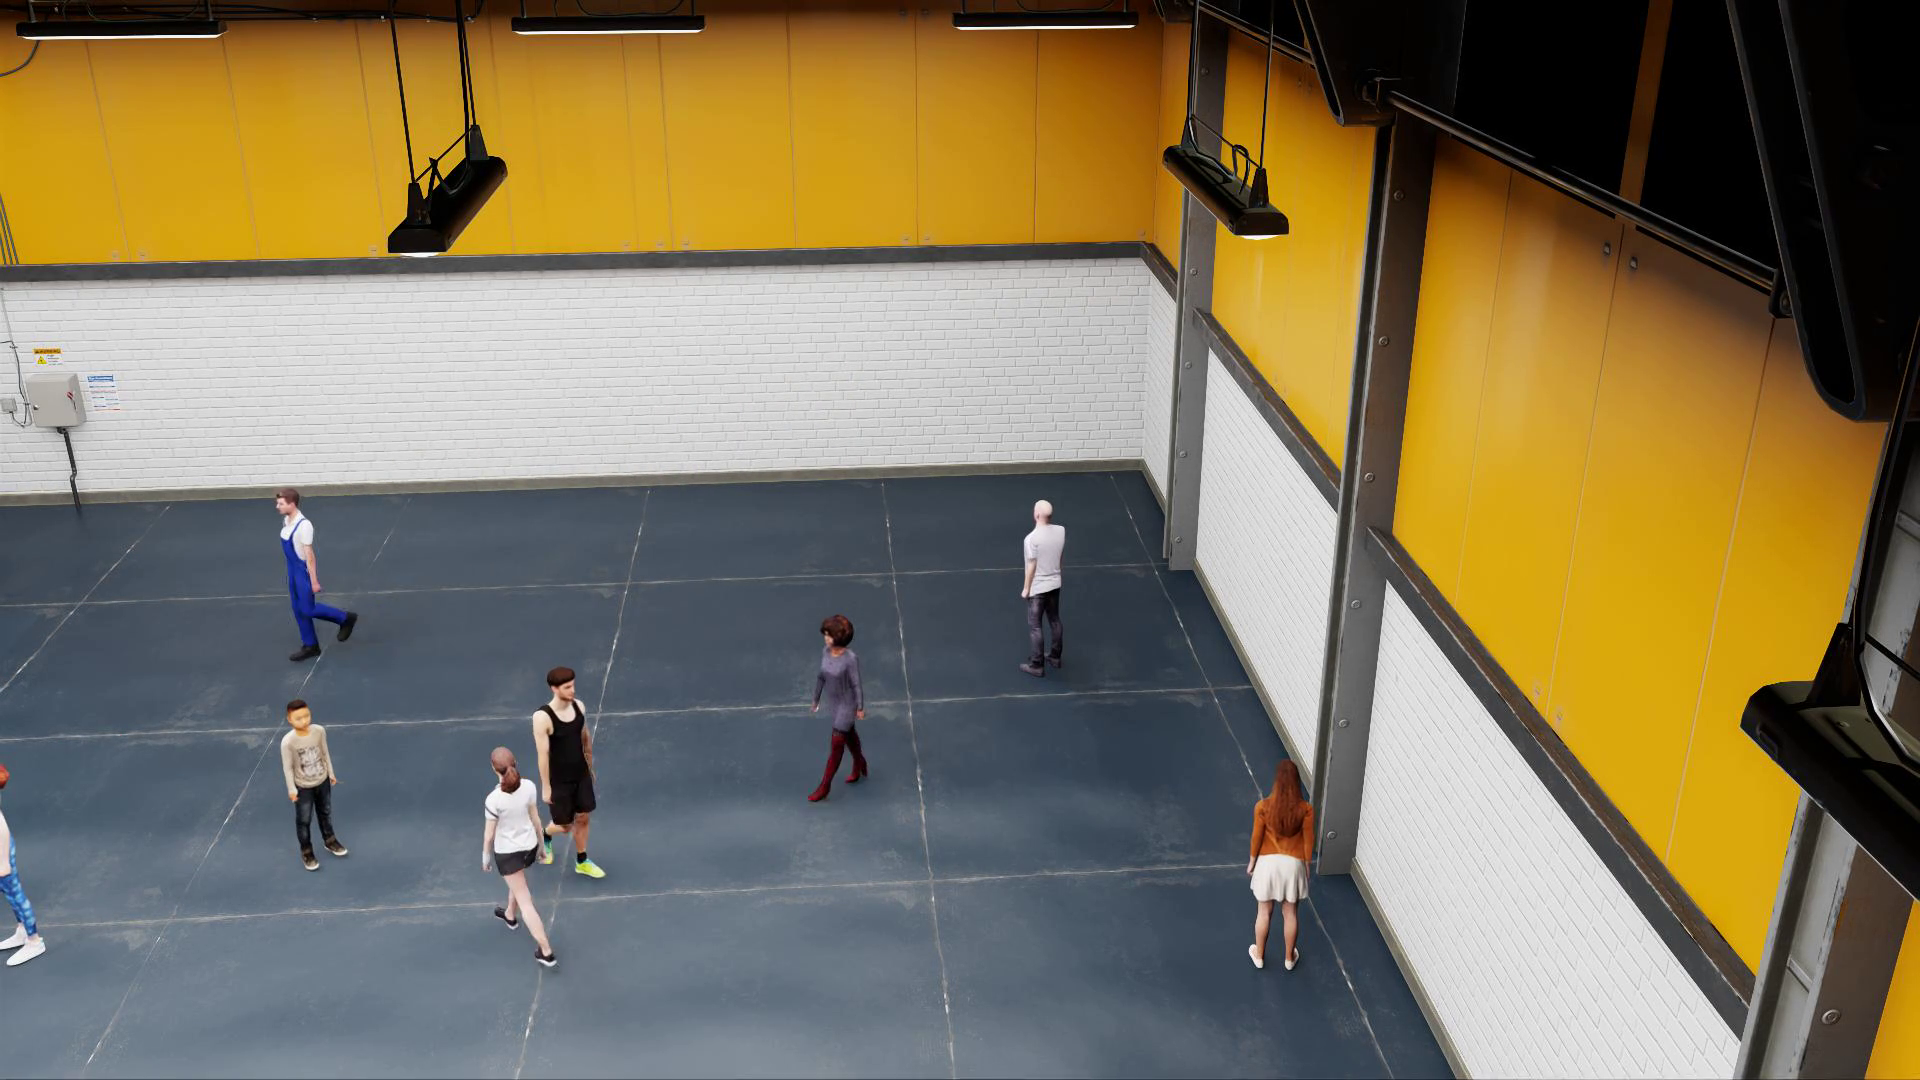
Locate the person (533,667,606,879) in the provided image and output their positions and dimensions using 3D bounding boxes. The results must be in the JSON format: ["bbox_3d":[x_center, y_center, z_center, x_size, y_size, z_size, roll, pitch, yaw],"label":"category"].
[{"bbox_3d":[-3.199,1.856,13.289,1.029,1.877,0.980,16,28,32],"label":"person"}]

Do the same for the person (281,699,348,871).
[{"bbox_3d":[-5.302,1.959,13.570,0.684,1.463,0.622,18,29,35],"label":"person"}]

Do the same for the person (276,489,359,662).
[{"bbox_3d":[-6.578,0.322,16.854,1.014,1.833,1.001,-20,31,-38],"label":"person"}]

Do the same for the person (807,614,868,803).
[{"bbox_3d":[-0.960,1.417,14.532,1.045,1.684,1.030,-21,31,-40],"label":"person"}]

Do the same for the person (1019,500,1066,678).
[{"bbox_3d":[0.826,0.463,16.532,0.752,1.830,0.779,-20,31,-38],"label":"person"}]

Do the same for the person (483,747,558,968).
[{"bbox_3d":[-3.247,2.375,12.318,1.059,1.703,1.171,-22,32,-40],"label":"person"}]

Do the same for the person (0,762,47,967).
[{"bbox_3d":[-7.124,2.324,12.334,0.739,1.784,0.668,-20,30,-37],"label":"person"}]

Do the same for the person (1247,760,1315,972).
[{"bbox_3d":[2.362,2.404,12.239,0.669,1.712,0.638,3,24,7],"label":"person"}]
